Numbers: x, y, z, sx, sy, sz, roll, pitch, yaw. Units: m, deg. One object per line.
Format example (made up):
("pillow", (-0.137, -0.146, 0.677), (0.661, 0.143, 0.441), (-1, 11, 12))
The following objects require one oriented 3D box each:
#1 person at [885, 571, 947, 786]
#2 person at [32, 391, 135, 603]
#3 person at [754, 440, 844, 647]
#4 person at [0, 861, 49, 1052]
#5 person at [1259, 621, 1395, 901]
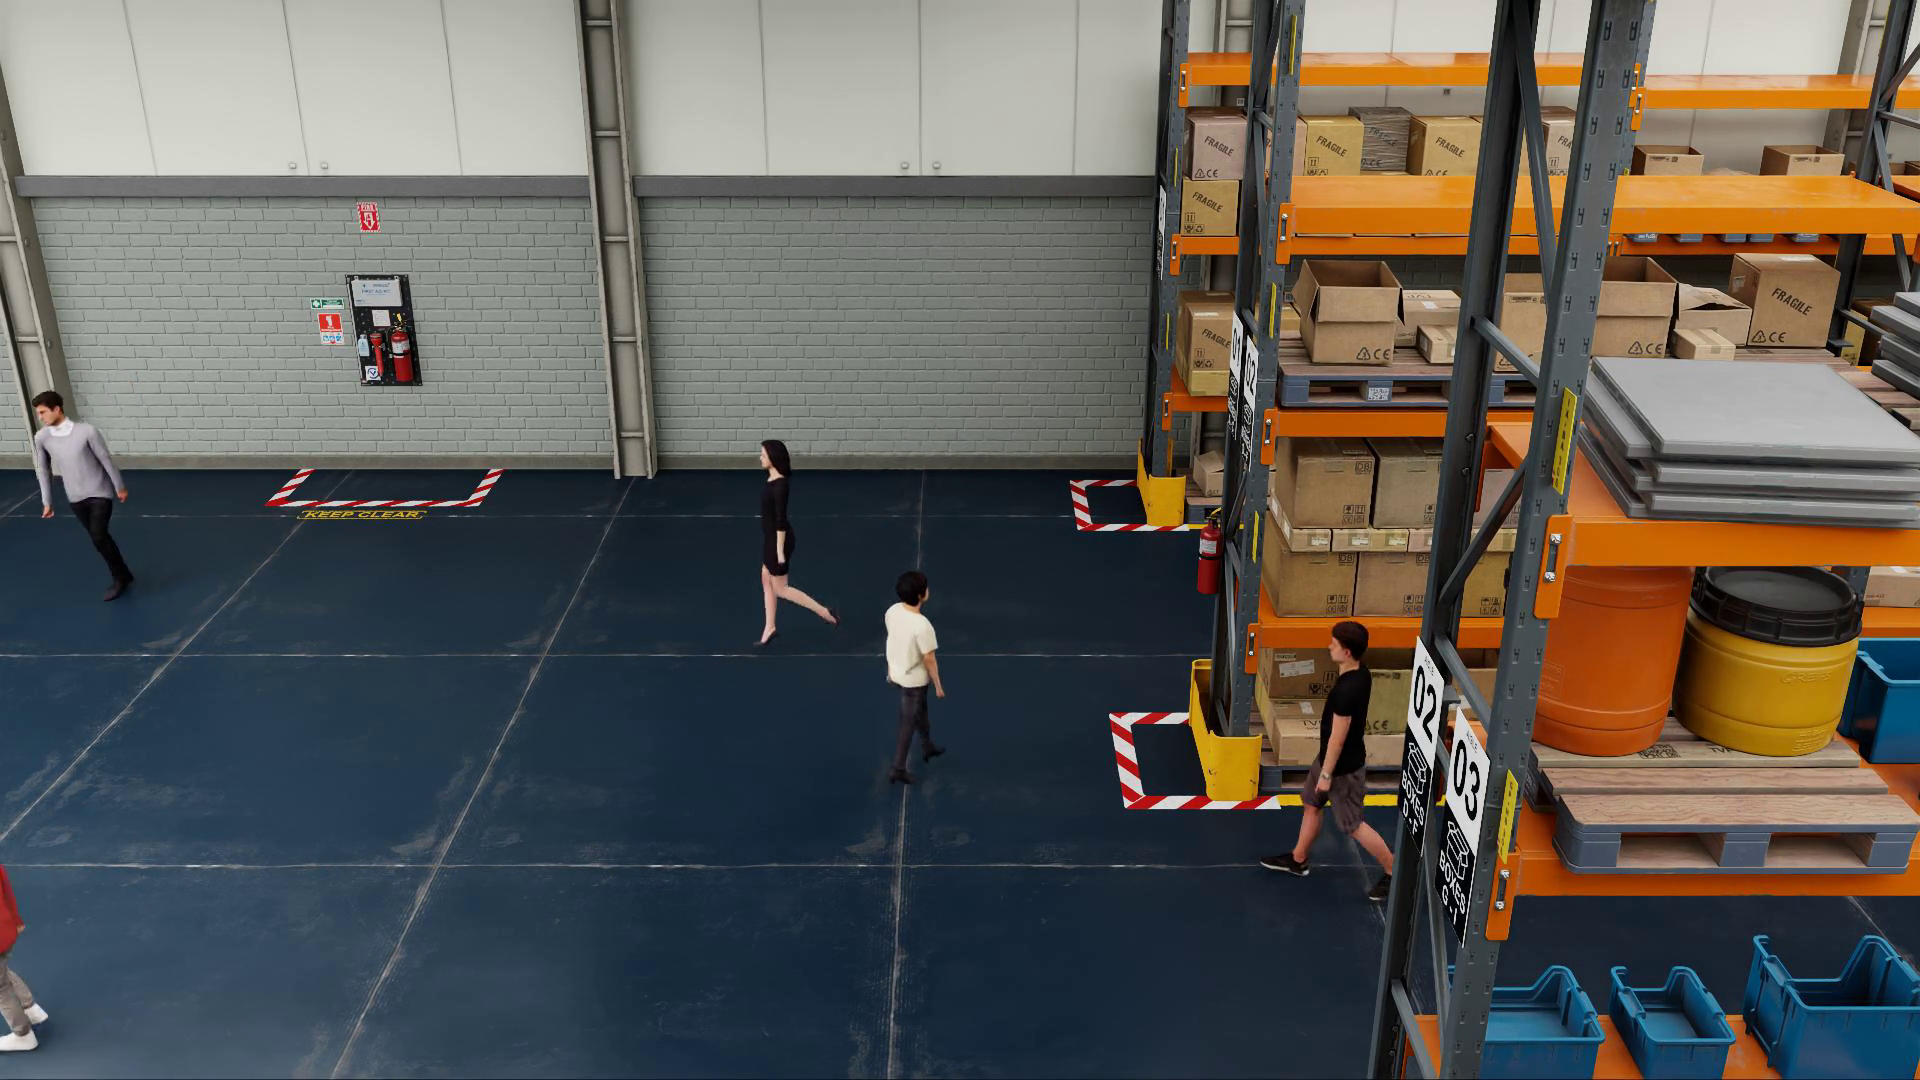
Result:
("person", (-0.399, 0.980, 11.437), (0.925, 1.569, 0.844), (-17, 28, -34))
("person", (-7.429, -0.418, 14.325), (0.774, 1.881, 0.884), (-1, 23, -1))
("person", (-1.365, 0.062, 13.317), (0.981, 1.785, 0.652), (-2, 23, -5))
("person", (-5.131, 2.135, 8.923), (0.498, 1.409, 0.520), (-1, 23, -2))
("person", (2.432, 1.370, 10.176), (1.286, 1.837, 0.941), (7, 24, 16))
